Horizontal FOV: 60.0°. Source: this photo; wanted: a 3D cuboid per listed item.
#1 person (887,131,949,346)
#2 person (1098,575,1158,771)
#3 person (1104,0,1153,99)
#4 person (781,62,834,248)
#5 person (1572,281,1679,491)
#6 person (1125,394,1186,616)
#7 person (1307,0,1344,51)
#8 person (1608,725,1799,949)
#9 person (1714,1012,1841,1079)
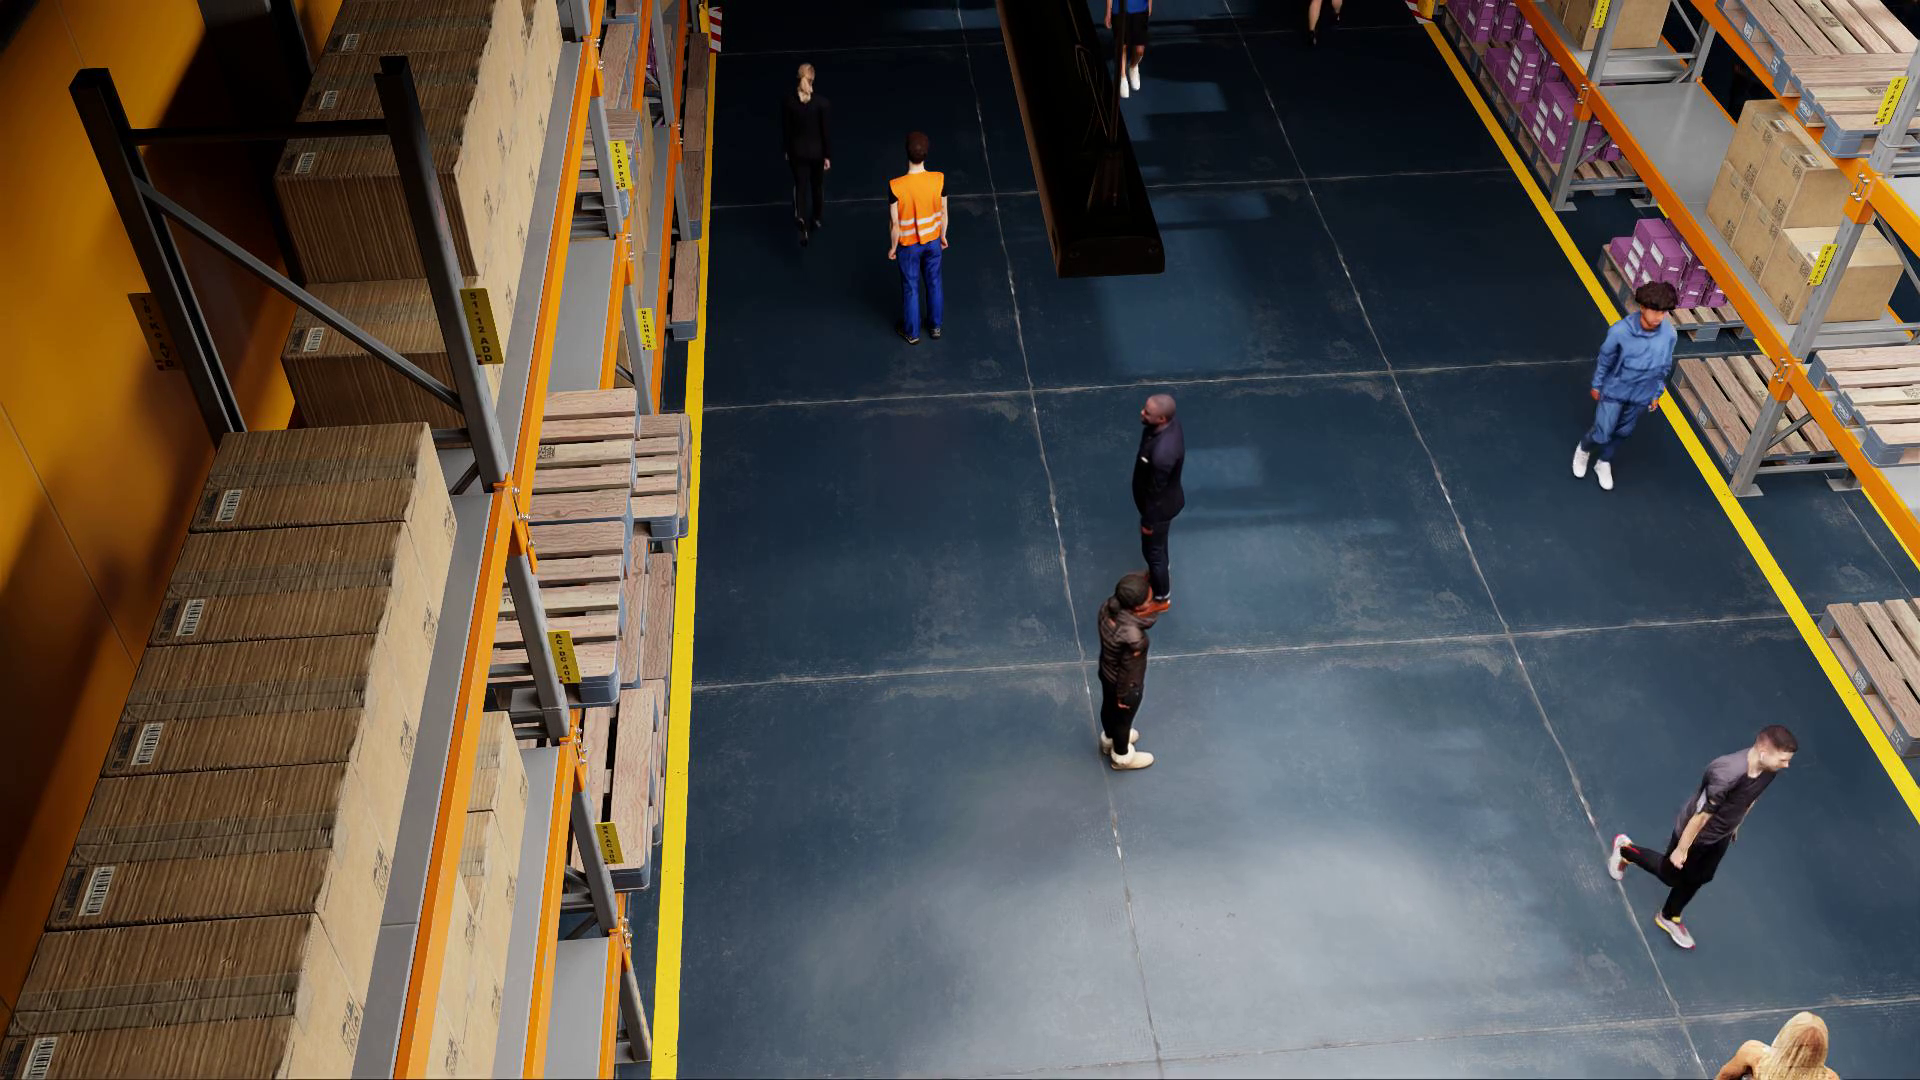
[{"bbox_3d":[-0.331,-2.432,13.496,0.746,1.888,0.725,-15,46,-15],"label":"person"},{"bbox_3d":[0.982,0.840,10.225,0.670,1.662,0.727,32,52,29],"label":"person"},{"bbox_3d":[1.683,-5.347,16.581,0.675,1.854,0.704,-1,44,-1],"label":"person"},{"bbox_3d":[-1.338,-3.323,14.578,0.670,1.685,0.943,0,44,0],"label":"person"},{"bbox_3d":[4.888,-1.181,12.250,0.692,1.794,0.655,-1,44,-1],"label":"person"},{"bbox_3d":[1.344,-0.263,11.273,0.774,1.814,0.580,2,44,2],"label":"person"},{"bbox_3d":[3.815,-5.938,17.330,0.952,1.675,1.112,19,47,18],"label":"person"},{"bbox_3d":[4.162,1.577,9.398,0.865,1.736,1.027,-12,45,-12],"label":"person"},{"bbox_3d":[3.798,2.879,7.989,0.851,1.794,0.917,24,49,23],"label":"person"}]
